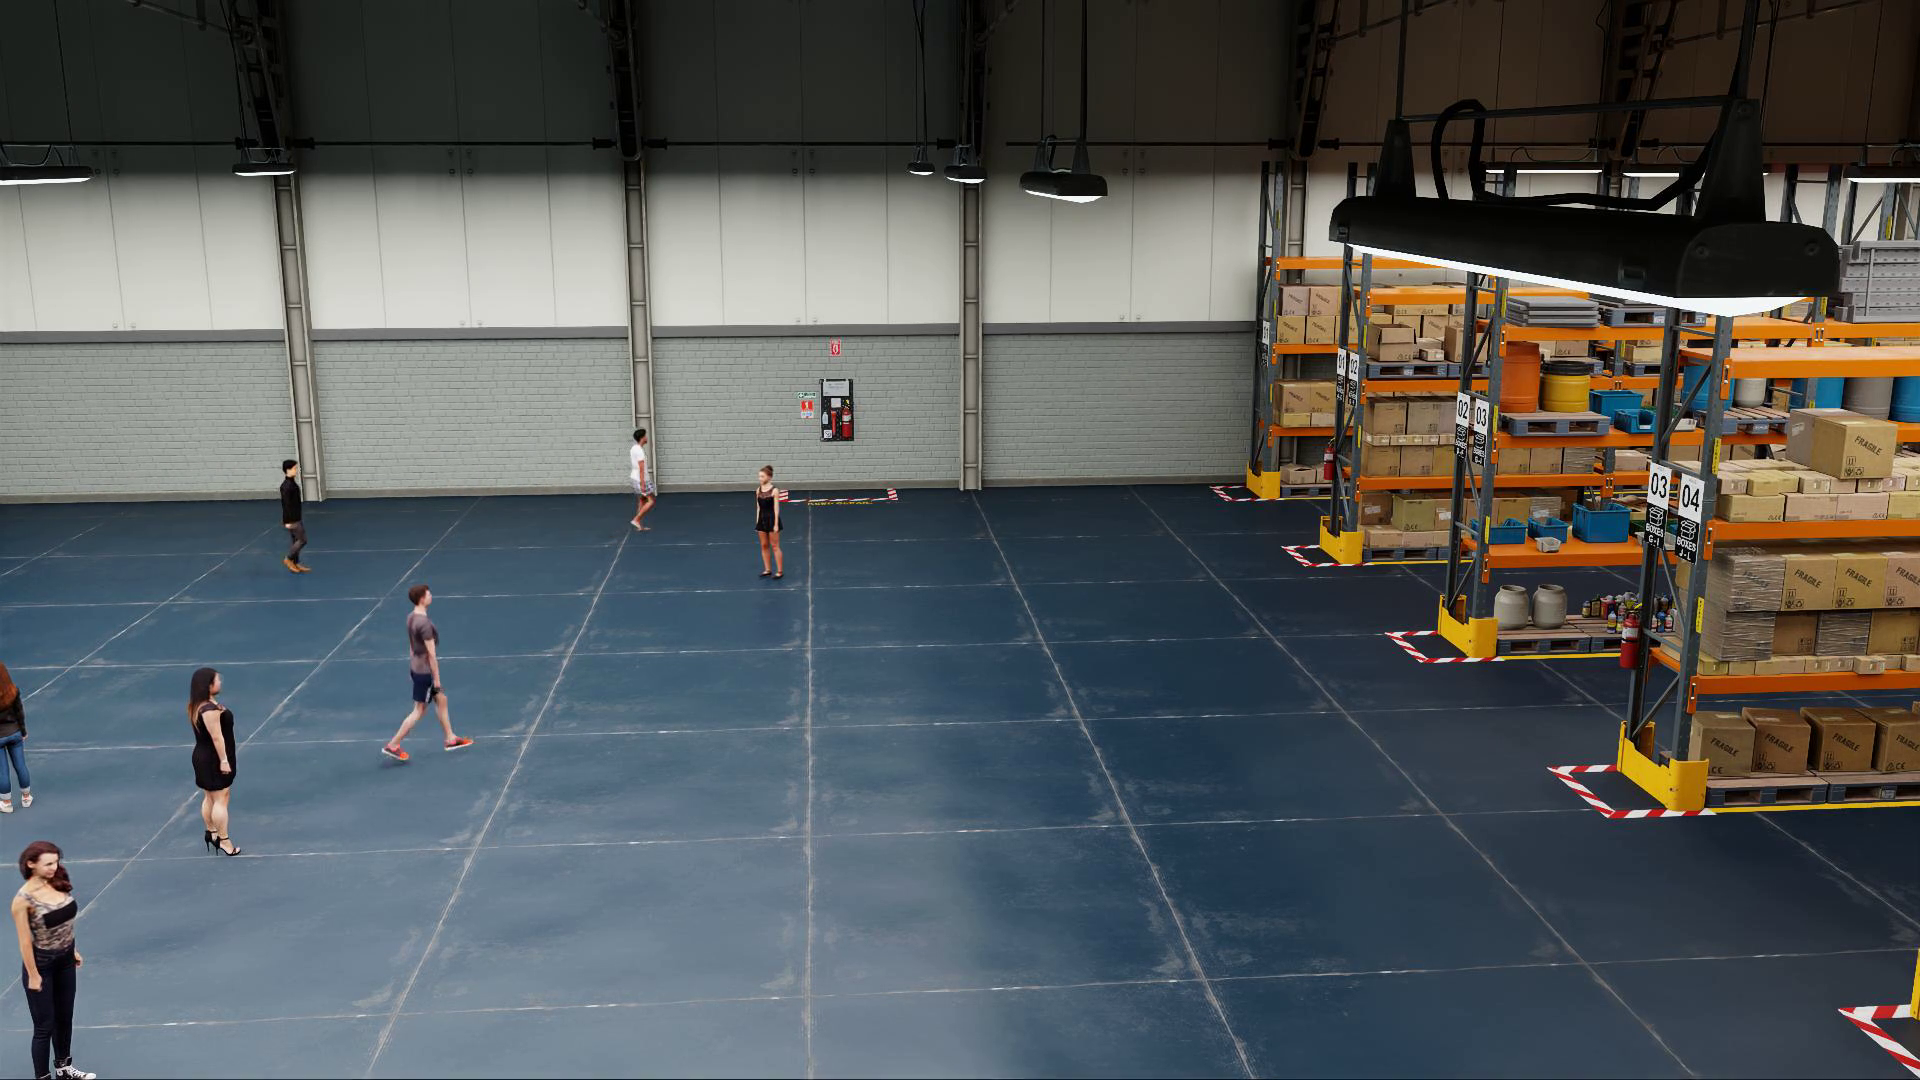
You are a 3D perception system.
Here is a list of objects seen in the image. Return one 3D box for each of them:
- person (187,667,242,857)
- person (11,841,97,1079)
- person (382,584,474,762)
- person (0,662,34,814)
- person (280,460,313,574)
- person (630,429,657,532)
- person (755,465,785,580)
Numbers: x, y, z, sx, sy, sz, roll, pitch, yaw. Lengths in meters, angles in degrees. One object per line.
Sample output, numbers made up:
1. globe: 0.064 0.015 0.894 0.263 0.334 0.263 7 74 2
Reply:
1. person: -6.637 1.962 14.772 0.796 1.720 0.752 -13 18 -43
2. person: -6.012 2.817 10.966 0.617 1.772 0.660 2 13 9
3. person: -5.565 1.391 17.028 1.273 1.814 1.030 -9 16 -33
4. person: -9.082 1.847 15.794 0.683 1.483 0.632 10 16 36
5. person: -9.978 -0.340 24.719 0.635 1.718 0.683 -2 13 -9
6. person: -5.338 -0.966 27.417 0.772 1.718 0.760 -6 14 -24
7. person: -2.803 -0.266 24.494 0.685 1.673 0.755 9 16 33
